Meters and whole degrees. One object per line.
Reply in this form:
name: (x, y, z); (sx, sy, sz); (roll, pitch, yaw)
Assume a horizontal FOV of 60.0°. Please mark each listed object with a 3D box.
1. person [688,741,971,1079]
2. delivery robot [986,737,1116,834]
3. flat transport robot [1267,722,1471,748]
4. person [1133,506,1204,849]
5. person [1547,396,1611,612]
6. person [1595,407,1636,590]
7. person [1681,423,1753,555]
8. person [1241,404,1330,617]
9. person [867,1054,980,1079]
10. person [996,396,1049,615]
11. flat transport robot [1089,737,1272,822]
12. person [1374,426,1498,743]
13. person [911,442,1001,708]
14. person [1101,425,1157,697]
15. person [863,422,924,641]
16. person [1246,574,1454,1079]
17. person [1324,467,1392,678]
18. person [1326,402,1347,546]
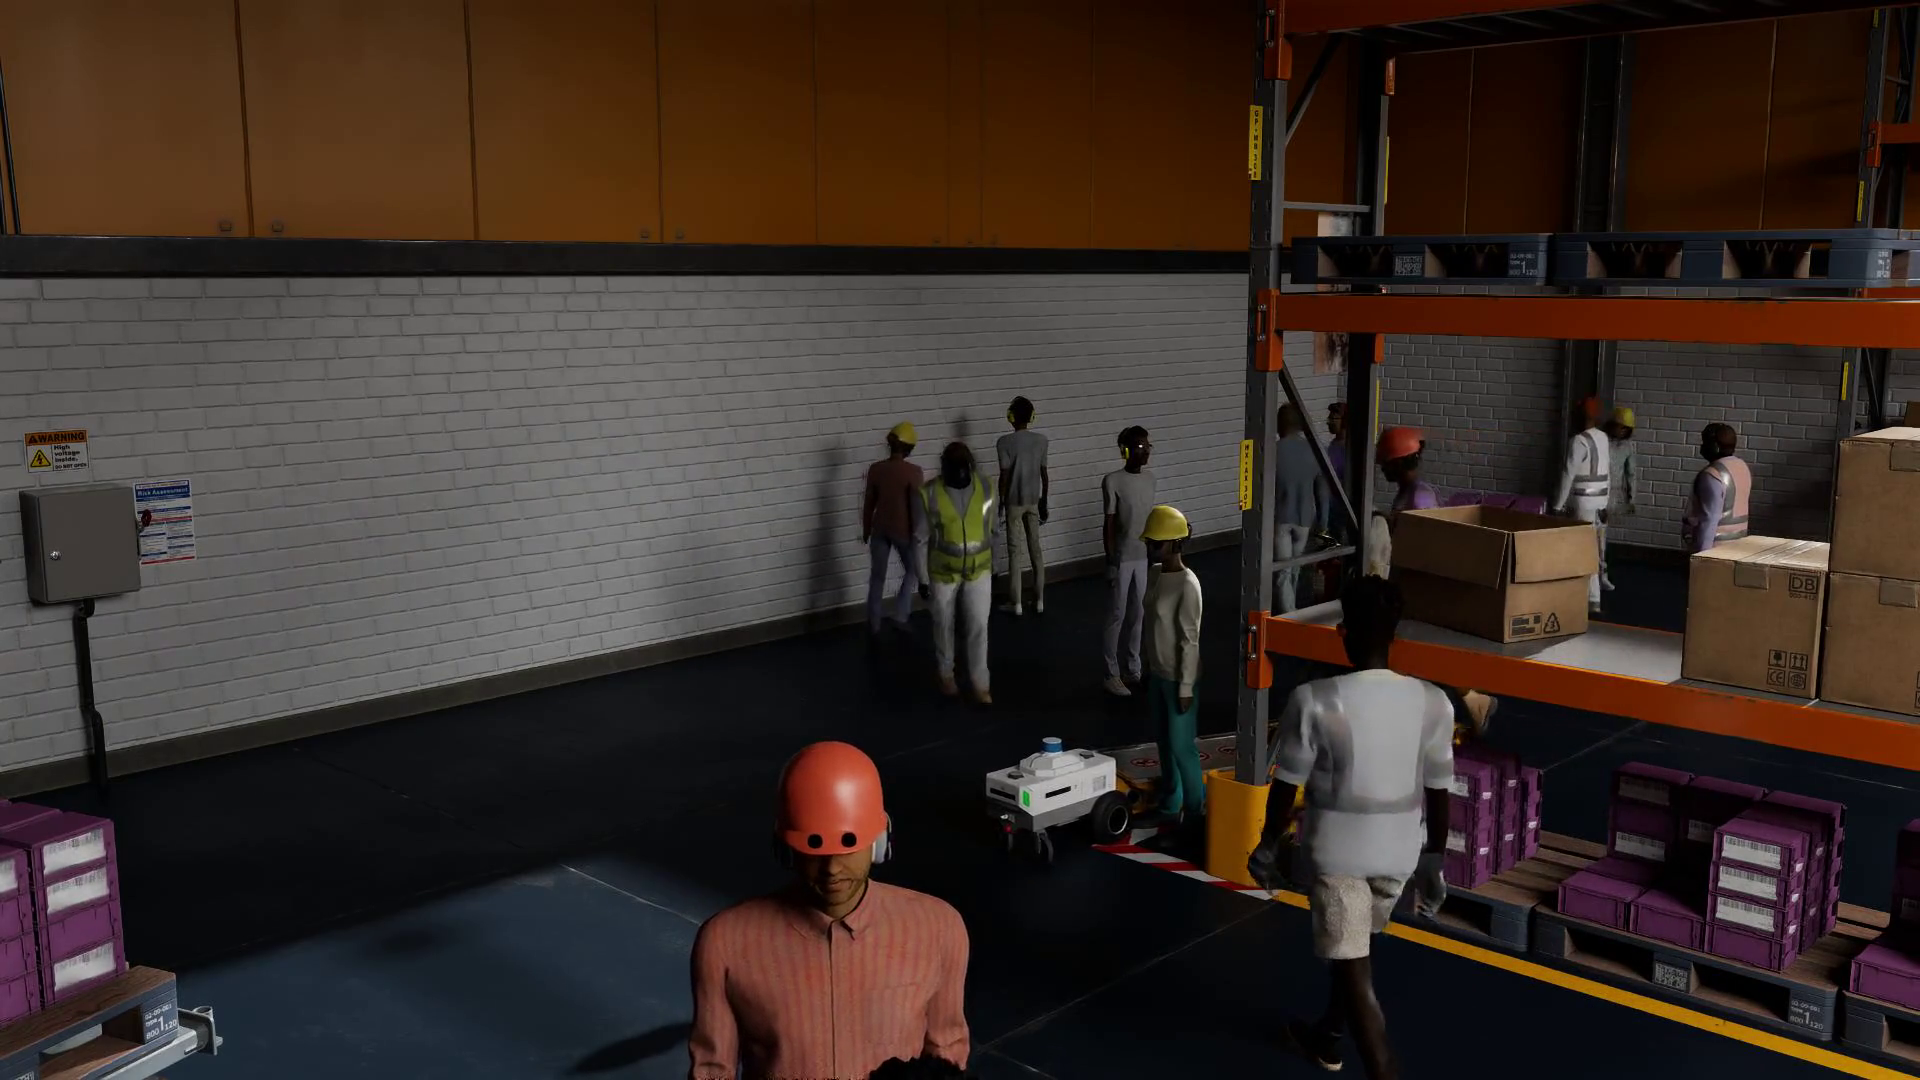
person: (-0.265, 1.388, 3.541); (0.614, 1.993, 0.395); (-2, 9, -12)
delivery robot: (0.466, 1.253, 8.489); (0.707, 0.478, 0.477); (-8, 12, -42)
flat transport robot: (2.447, 1.177, 10.105); (1.431, 0.197, 0.652); (-7, 12, -37)
person: (1.060, 0.696, 8.527); (0.349, 1.761, 0.531); (-3, 10, -16)
person: (5.307, -0.310, 14.375); (0.657, 1.862, 0.580); (7, 12, 38)
person: (5.956, -0.388, 15.350); (0.497, 1.676, 0.786); (-1, 9, -9)
person: (5.478, 0.067, 12.111); (0.633, 1.842, 0.429); (-9, 13, -43)
person: (2.544, -0.134, 13.190); (0.644, 1.889, 1.018); (-2, 9, -11)
person: (-0.030, 1.663, 2.758); (0.317, 1.698, 0.540); (2, 9, 11)
person: (0.522, -0.293, 14.234); (0.533, 1.868, 0.310); (-5, 10, -27)
flat transport robot: (1.217, 1.309, 9.295); (1.431, 0.197, 0.652); (-4, 10, -23)
person: (2.863, 0.310, 10.149); (0.806, 2.008, 0.654); (2, 9, 11)
person: (-0.007, 0.234, 11.235); (0.637, 1.792, 0.939); (-2, 9, -10)
person: (1.197, 0.139, 11.569); (0.508, 1.877, 0.328); (-8, 12, -40)
person: (-0.518, -0.064, 13.228); (0.640, 1.728, 0.609); (5, 11, 29)
person: (1.389, 1.075, 5.729); (0.625, 1.924, 1.016); (-3, 10, -17)
person: (2.408, 0.425, 9.994); (0.517, 1.812, 0.537); (-2, 9, -13)
person: (3.203, -0.231, 13.920); (0.389, 1.848, 0.563); (-2, 9, -9)
